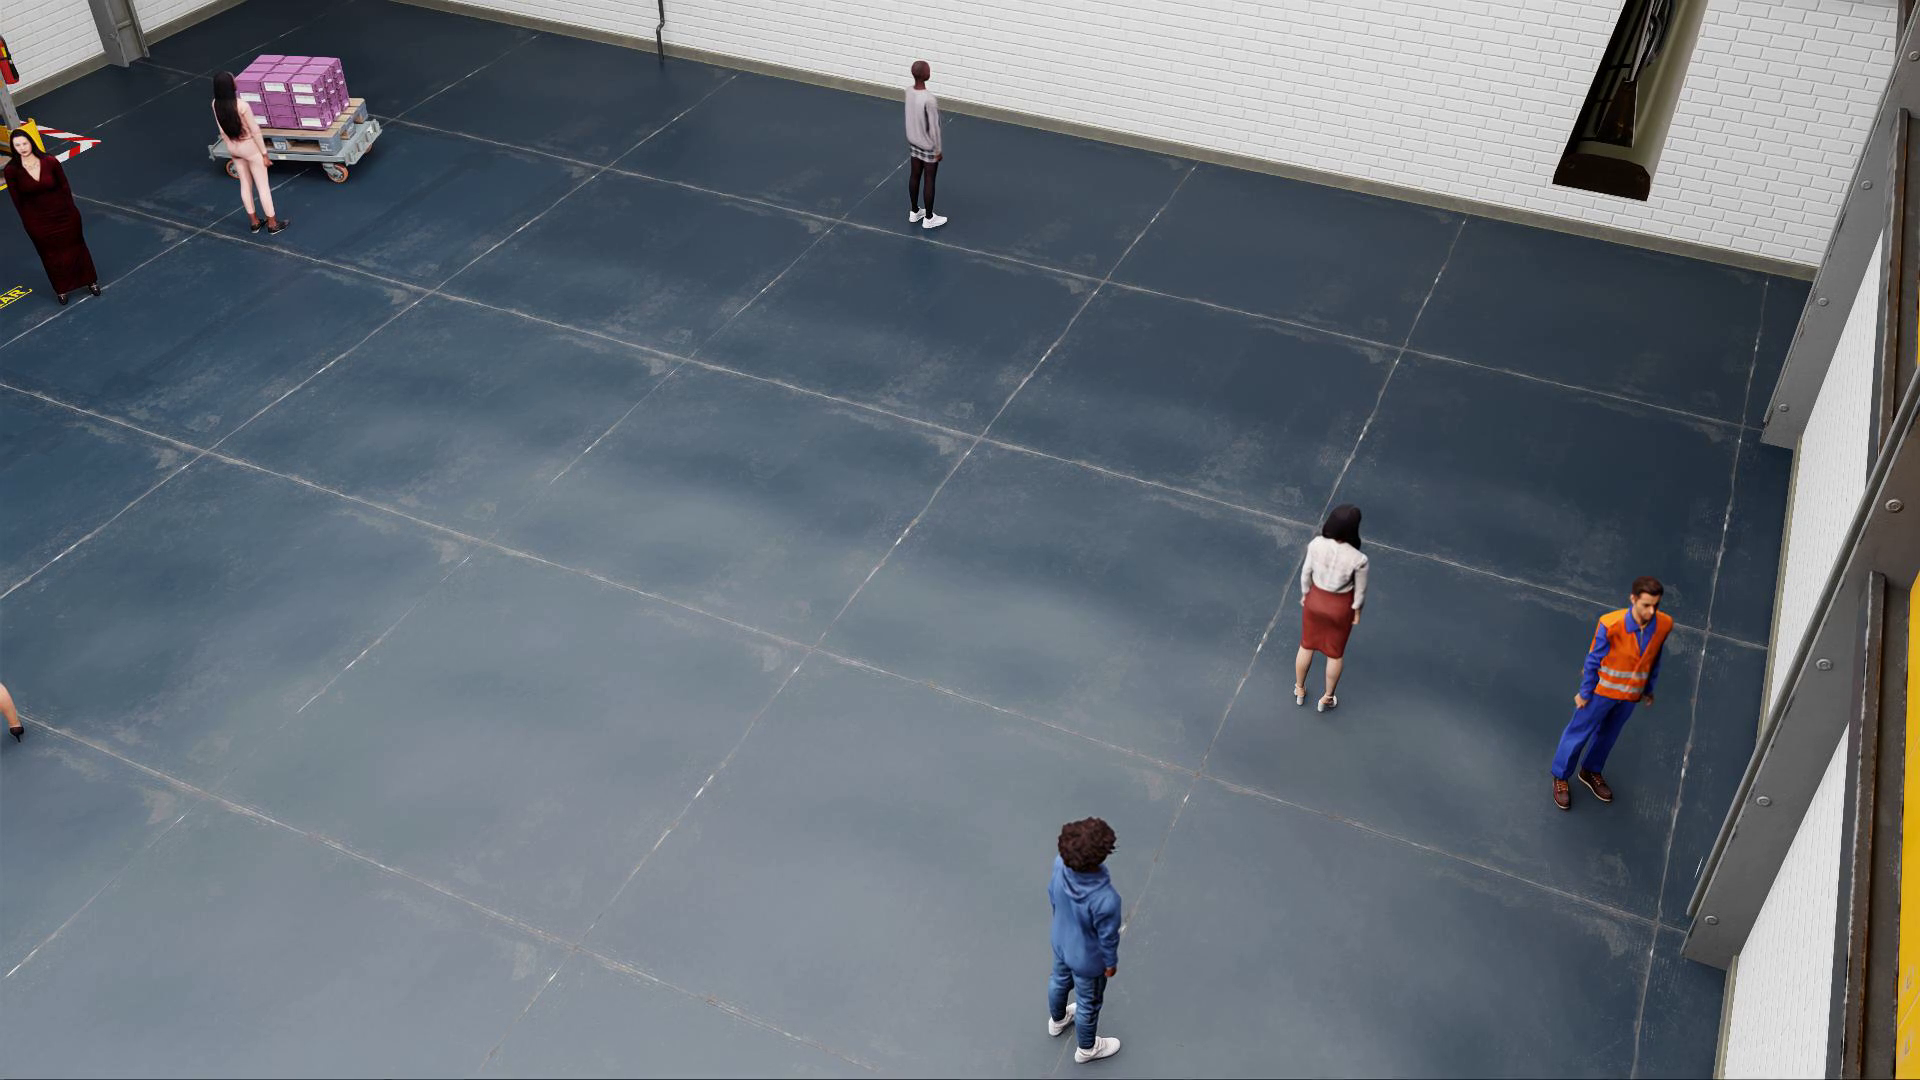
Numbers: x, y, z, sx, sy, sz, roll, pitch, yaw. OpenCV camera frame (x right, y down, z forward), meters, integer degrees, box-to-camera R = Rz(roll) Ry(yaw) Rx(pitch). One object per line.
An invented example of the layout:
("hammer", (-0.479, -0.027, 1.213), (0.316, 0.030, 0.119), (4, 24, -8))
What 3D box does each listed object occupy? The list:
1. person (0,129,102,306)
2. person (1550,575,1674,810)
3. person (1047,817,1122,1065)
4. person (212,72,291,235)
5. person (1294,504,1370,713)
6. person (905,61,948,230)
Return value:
("person", (-8.655, -3.083, 15.812), (0.719, 1.758, 0.827), (-23, 44, -26))
("person", (4.193, 0.954, 10.671), (0.785, 1.864, 0.803), (-5, 39, -6))
("person", (0.675, 2.198, 9.156), (0.755, 1.811, 0.761), (-24, 44, -27))
("person", (-7.258, -3.934, 16.906), (0.637, 1.721, 0.566), (12, 40, 14))
("person", (2.525, 0.473, 11.363), (0.606, 1.751, 0.524), (19, 42, 22))
("person", (-0.384, -4.057, 17.019), (0.665, 1.772, 0.685), (-30, 48, -32))
